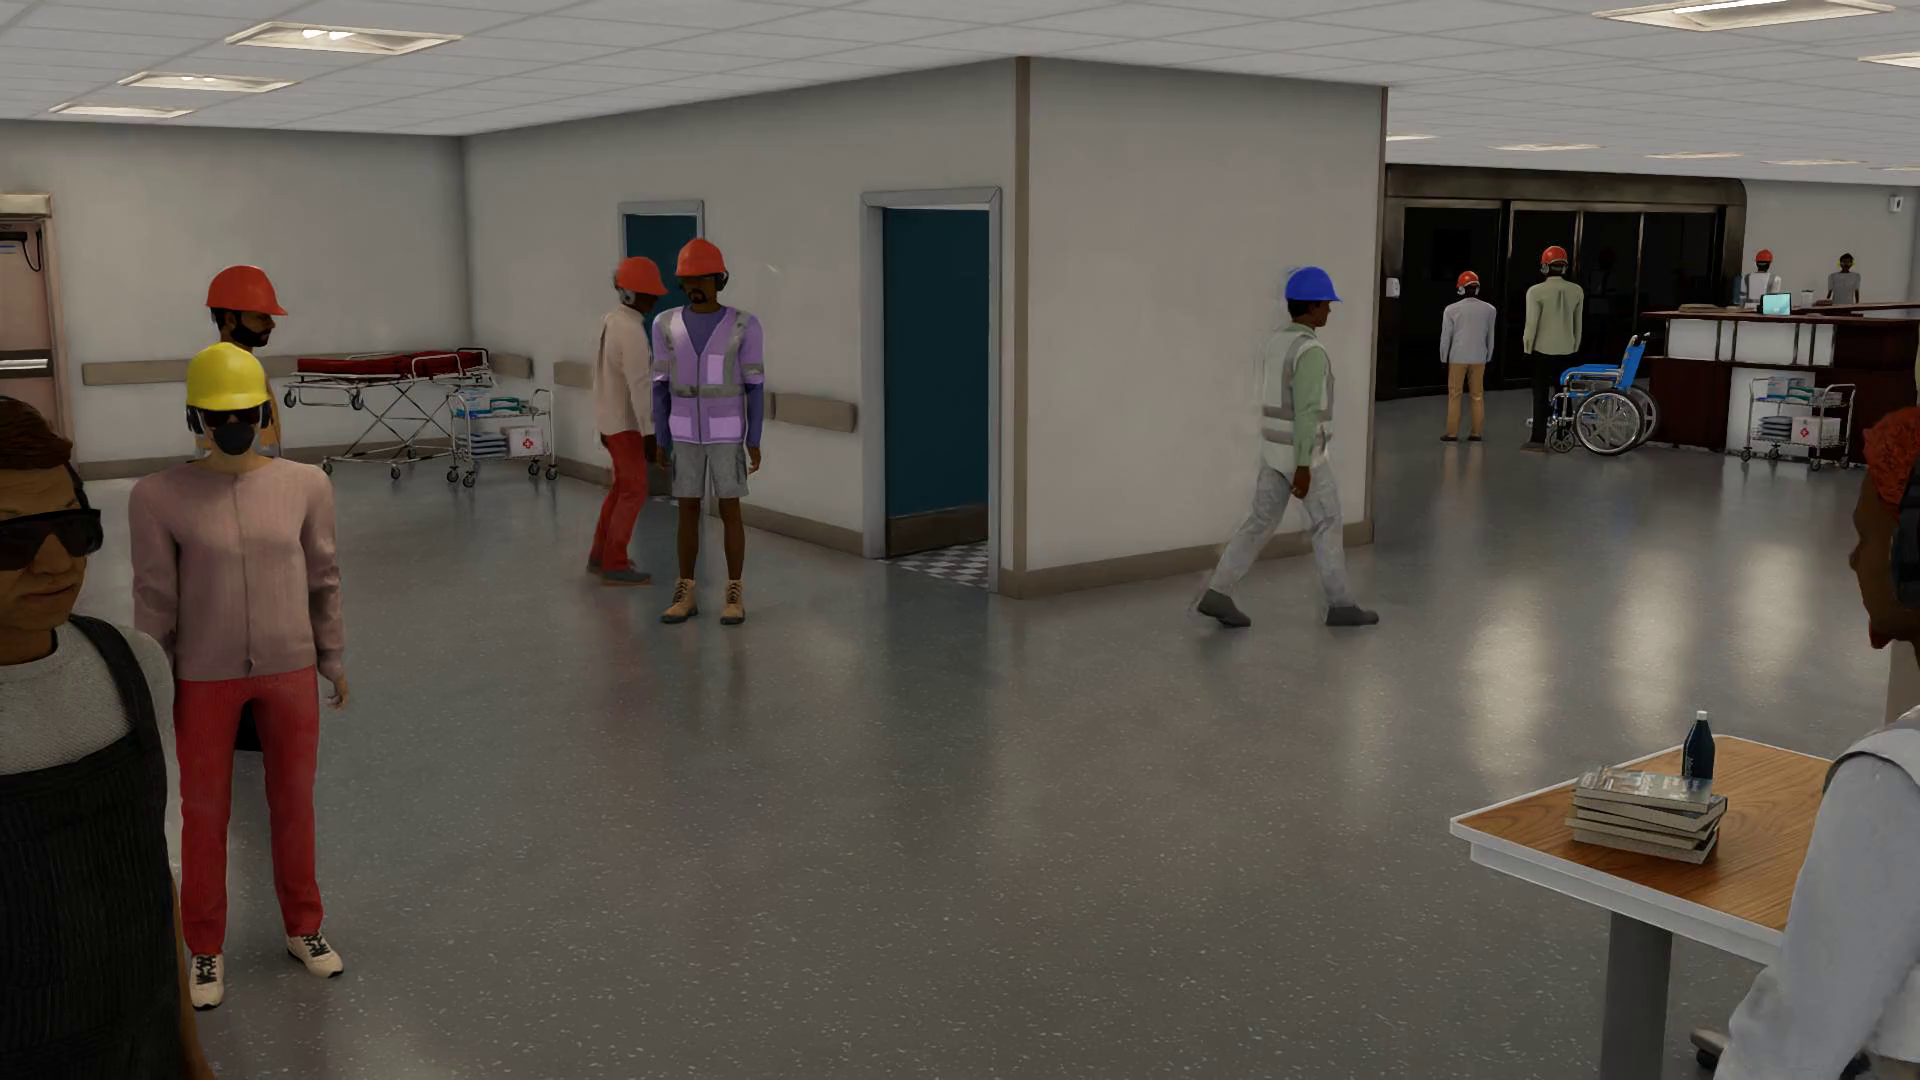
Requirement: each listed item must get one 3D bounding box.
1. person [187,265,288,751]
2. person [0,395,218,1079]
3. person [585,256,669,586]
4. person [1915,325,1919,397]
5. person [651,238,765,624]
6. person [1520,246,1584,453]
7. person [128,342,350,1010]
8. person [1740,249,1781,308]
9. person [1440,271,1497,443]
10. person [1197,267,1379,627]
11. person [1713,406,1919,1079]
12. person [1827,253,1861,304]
[{"bbox_3d":[-2.847,-0.127,6.693,0.378,1.932,0.547,-1,10,-7],"label":"person"},{"bbox_3d":[-1.150,0.738,2.093,0.329,1.844,0.518,4,11,21],"label":"person"},{"bbox_3d":[-1.935,-0.683,9.768,0.458,1.947,0.697,-5,11,-24],"label":"person"},{"bbox_3d":[8.087,-1.285,13.517,0.598,1.820,0.408,2,10,12],"label":"person"},{"bbox_3d":[-1.338,-0.560,8.814,0.609,2.044,0.397,1,10,8],"label":"person"},{"bbox_3d":[5.724,-1.844,16.142,0.613,1.994,0.395,-2,10,-12],"label":"person"},{"bbox_3d":[-1.903,0.357,4.455,0.528,1.767,0.330,-7,12,-34],"label":"person"},{"bbox_3d":[11.643,-3.254,24.228,0.546,1.930,0.388,9,13,40],"label":"person"},{"bbox_3d":[5.144,-1.858,16.925,0.564,1.743,0.350,-1,10,-7],"label":"person"},{"bbox_3d":[1.713,-0.467,8.692,0.986,1.906,0.618,-2,10,-12],"label":"person"},{"bbox_3d":[1.030,0.757,1.941,0.571,1.854,0.771,-9,13,-40],"label":"person"},{"bbox_3d":[14.571,-3.795,27.469,0.504,1.861,0.326,3,11,18],"label":"person"}]
